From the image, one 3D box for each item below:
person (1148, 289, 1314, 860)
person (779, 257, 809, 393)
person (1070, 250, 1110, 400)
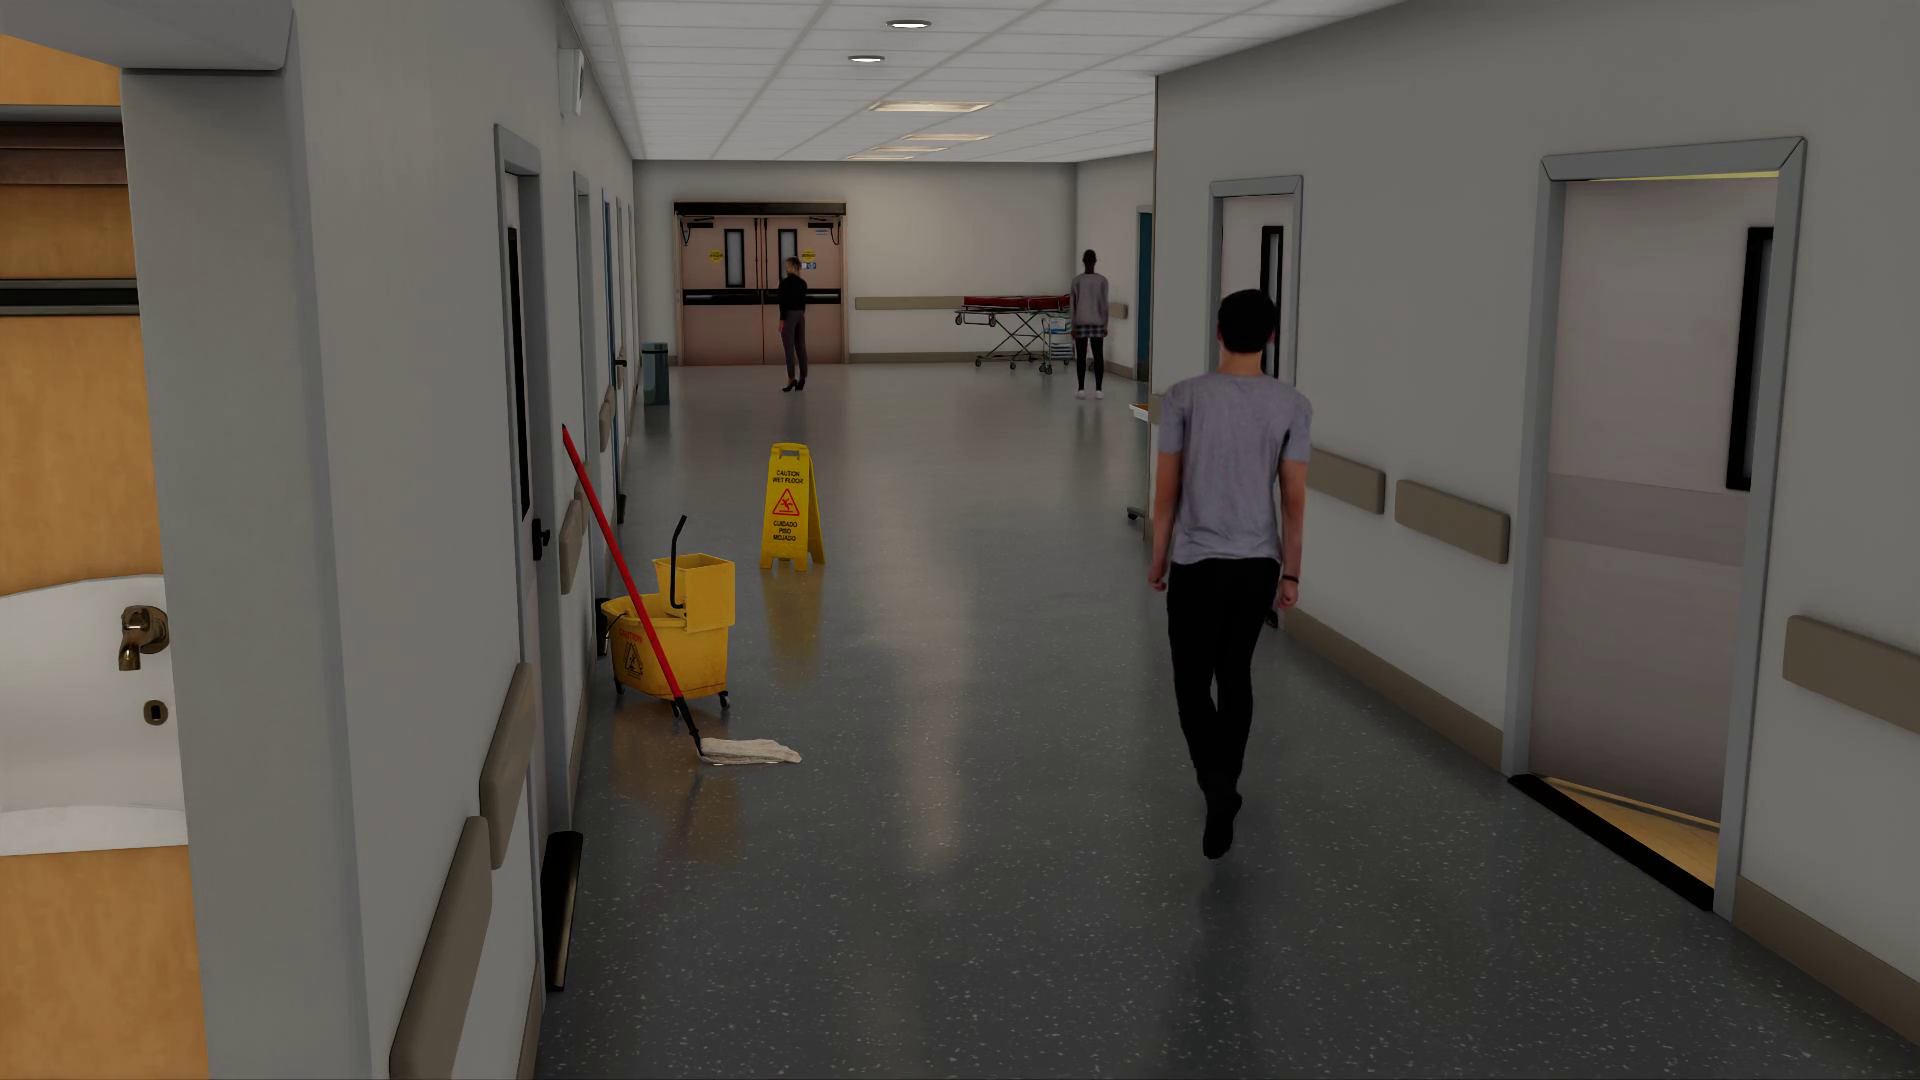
[{"bbox_3d":[0.876,0.126,5.493,0.776,1.833,1.144,0,11,1],"label":"person"},{"bbox_3d":[-2.087,-2.708,20.861,0.722,1.671,0.671,8,13,37],"label":"person"},{"bbox_3d":[1.546,-2.580,19.919,0.654,1.772,0.577,0,11,0],"label":"person"}]
